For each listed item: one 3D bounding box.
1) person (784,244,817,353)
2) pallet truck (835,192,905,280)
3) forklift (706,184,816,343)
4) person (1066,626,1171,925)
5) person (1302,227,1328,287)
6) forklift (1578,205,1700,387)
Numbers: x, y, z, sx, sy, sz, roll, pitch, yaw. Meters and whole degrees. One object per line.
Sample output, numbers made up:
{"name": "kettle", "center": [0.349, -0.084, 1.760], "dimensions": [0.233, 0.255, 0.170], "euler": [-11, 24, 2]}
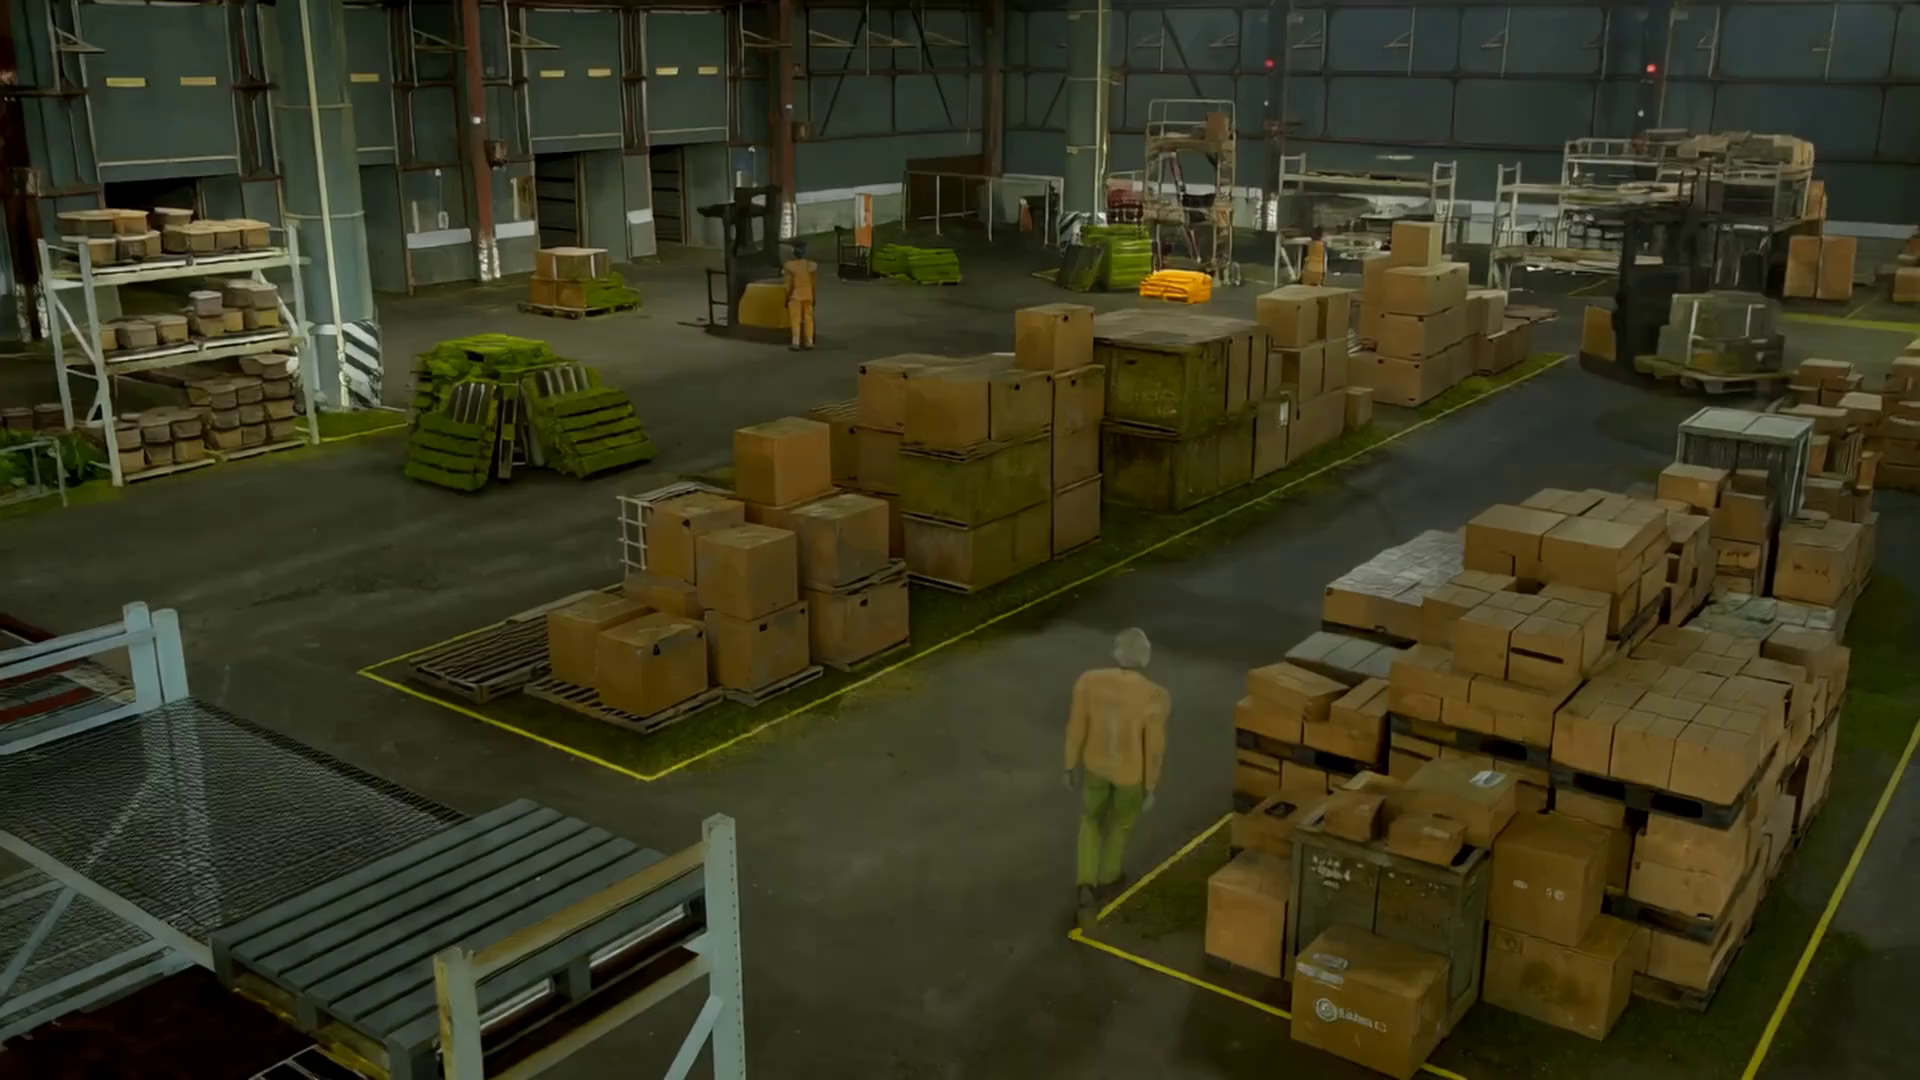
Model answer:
{"name": "person", "center": [-2.844, -4.308, 29.663], "dimensions": [0.636, 1.931, 0.377], "euler": [-9, 19, -28]}
{"name": "pallet truck", "center": [-1.936, -7.159, 38.982], "dimensions": [1.885, 1.965, 0.823], "euler": [-12, 21, -34]}
{"name": "forklift", "center": [-3.717, -5.181, 30.929], "dimensions": [1.873, 2.768, 1.129], "euler": [12, 21, 35]}
{"name": "person", "center": [0.960, 1.497, 10.500], "dimensions": [0.660, 1.901, 0.821], "euler": [6, 18, 20]}
{"name": "person", "center": [7.329, -5.593, 34.323], "dimensions": [0.544, 1.698, 0.316], "euler": [10, 20, 31]}
{"name": "forklift", "center": [11.234, -4.067, 27.240], "dimensions": [1.129, 2.768, 1.873], "euler": [-4, 17, -12]}
